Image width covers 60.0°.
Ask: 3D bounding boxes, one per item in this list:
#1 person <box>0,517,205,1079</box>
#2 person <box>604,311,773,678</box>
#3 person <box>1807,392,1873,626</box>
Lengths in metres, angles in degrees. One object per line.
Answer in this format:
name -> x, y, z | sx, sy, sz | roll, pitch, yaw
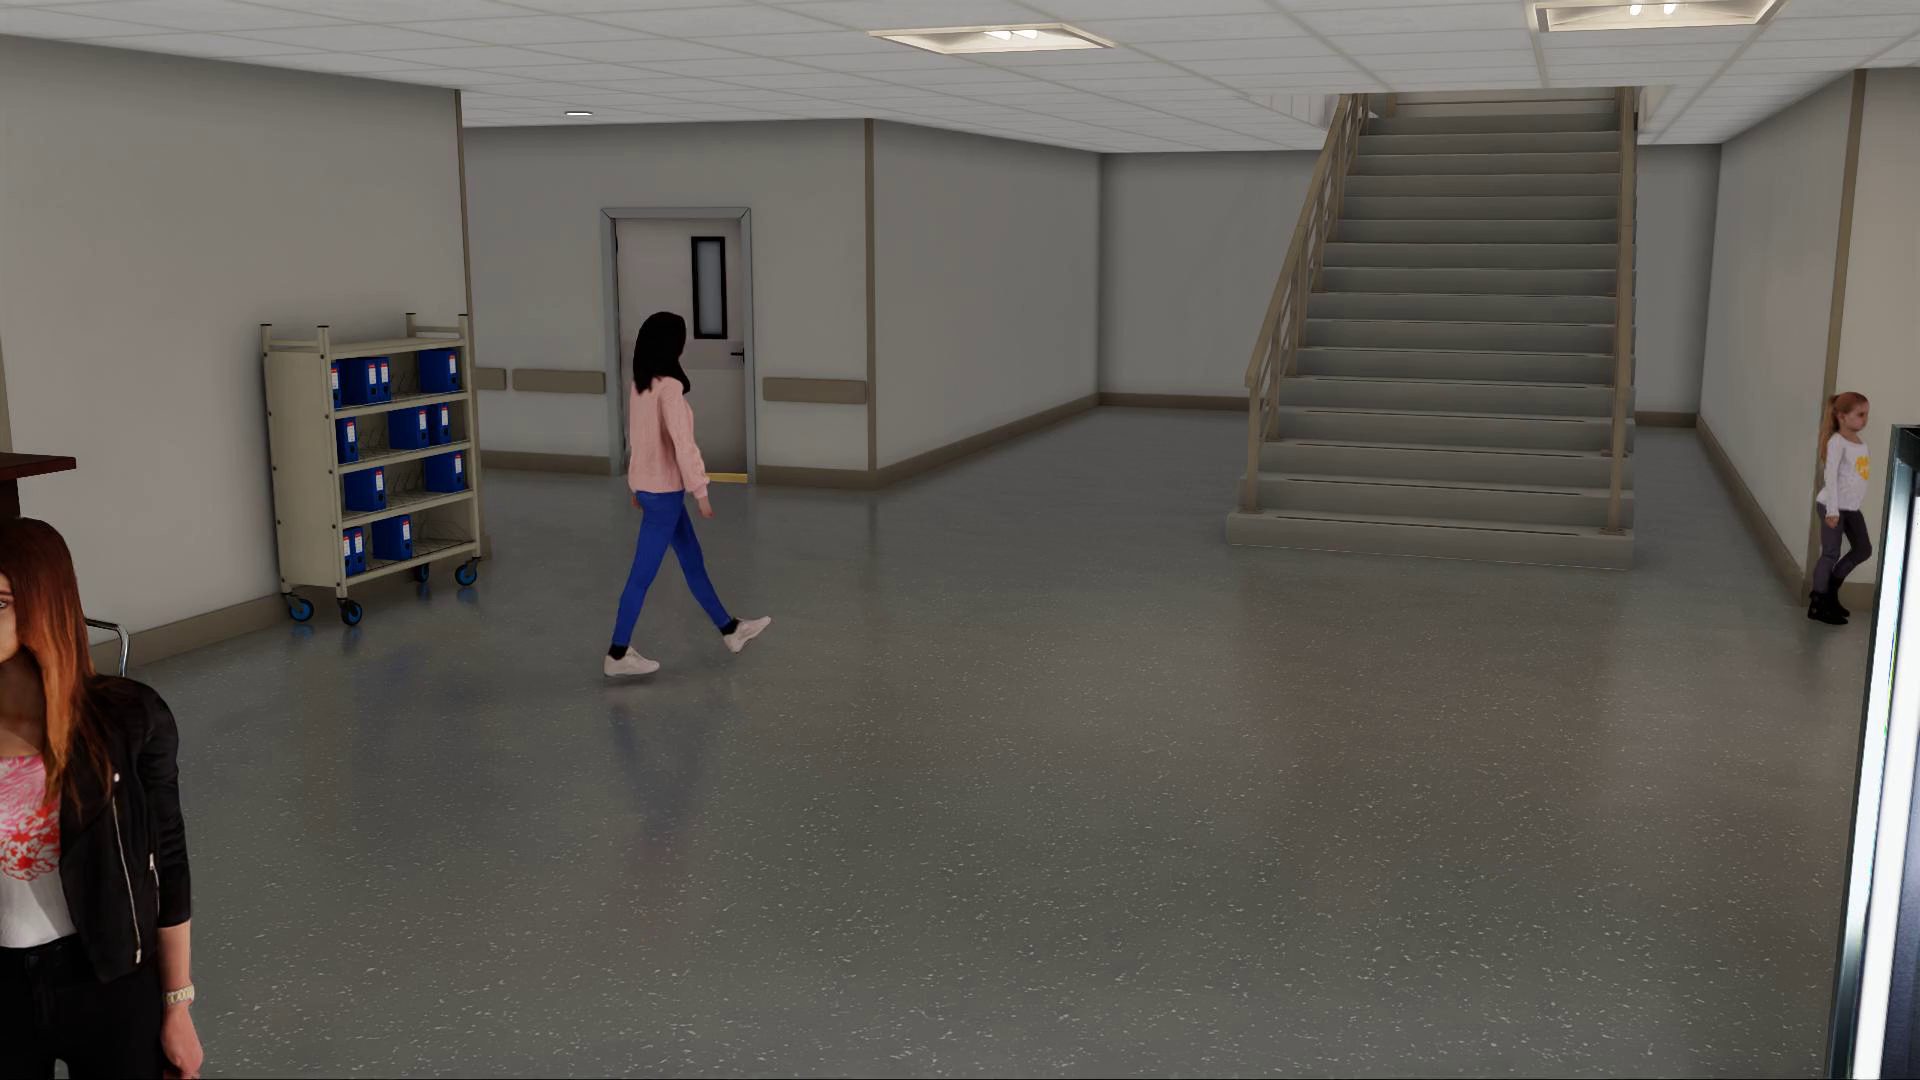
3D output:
person -> -1.522, 0.794, 2.811 | 0.684, 1.707, 0.714 | -3, 11, -16
person -> -1.502, -0.177, 7.876 | 1.186, 1.727, 1.120 | -5, 12, -26
person -> 4.777, -0.185, 9.144 | 0.582, 1.270, 0.659 | -8, 13, -35
